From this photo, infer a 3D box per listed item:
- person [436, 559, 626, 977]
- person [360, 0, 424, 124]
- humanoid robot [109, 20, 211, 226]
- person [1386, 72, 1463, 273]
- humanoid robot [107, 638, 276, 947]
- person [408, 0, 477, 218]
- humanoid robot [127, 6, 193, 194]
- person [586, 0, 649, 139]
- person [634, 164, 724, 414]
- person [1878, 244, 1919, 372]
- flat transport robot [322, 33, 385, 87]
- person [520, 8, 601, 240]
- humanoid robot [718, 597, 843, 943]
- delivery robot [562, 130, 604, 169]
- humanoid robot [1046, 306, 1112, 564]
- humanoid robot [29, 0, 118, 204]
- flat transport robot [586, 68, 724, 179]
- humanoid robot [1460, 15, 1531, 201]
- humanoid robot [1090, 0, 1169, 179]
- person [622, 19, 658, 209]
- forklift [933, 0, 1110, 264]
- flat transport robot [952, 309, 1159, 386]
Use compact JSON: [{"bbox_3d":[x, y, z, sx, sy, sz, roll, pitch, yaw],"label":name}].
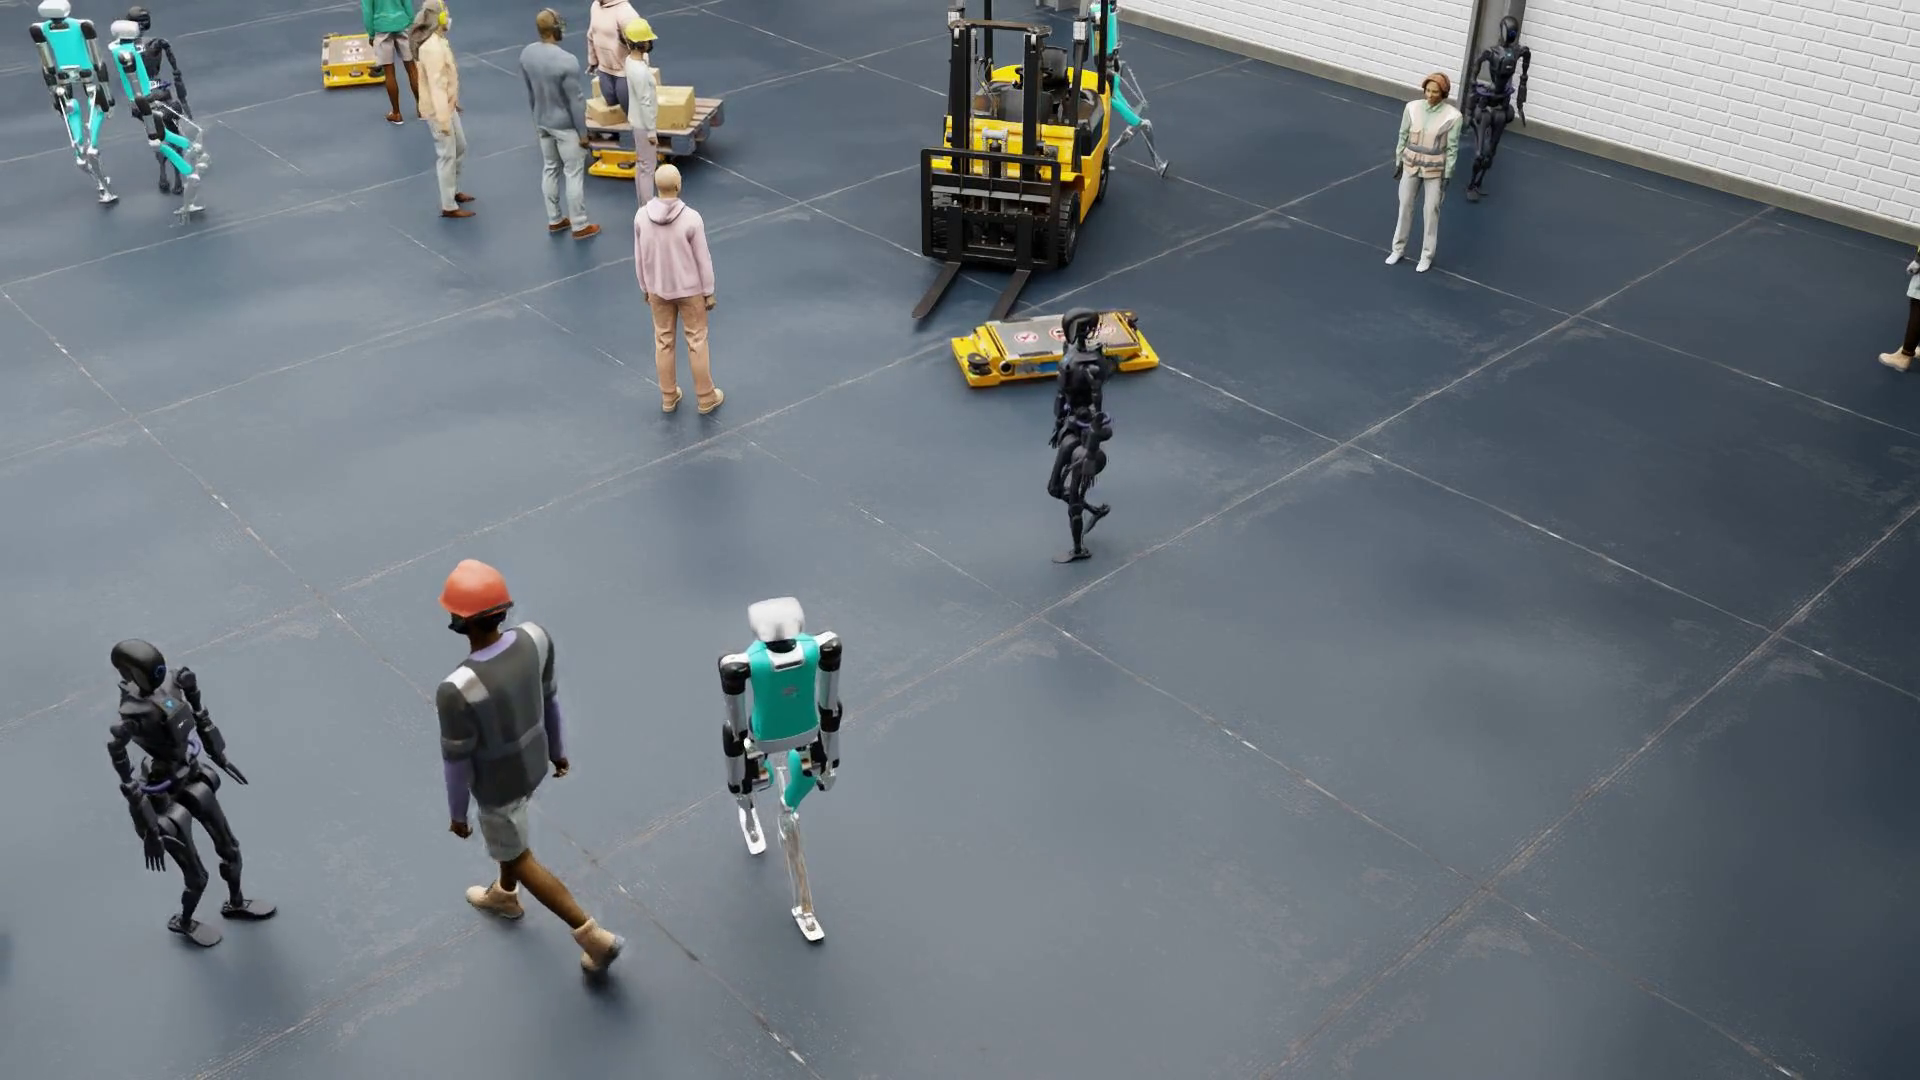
[{"bbox_3d":[-1.869,0.991,7.076,0.942,2.006,0.623,15,36,22],"label":"person"},{"bbox_3d":[-5.644,-5.063,16.508,0.491,1.849,0.397,-17,37,-25],"label":"person"},{"bbox_3d":[-6.787,-3.585,14.356,0.679,1.819,0.544,-15,36,-22],"label":"humanoid robot"},{"bbox_3d":[3.776,-2.996,13.524,0.512,1.634,0.312,23,40,31],"label":"person"},{"bbox_3d":[-3.389,1.088,7.210,0.357,1.653,0.585,8,34,11],"label":"humanoid robot"},{"bbox_3d":[-4.508,-3.745,14.477,0.390,1.861,0.713,-6,33,-9],"label":"person"},{"bbox_3d":[-7.246,-3.956,14.967,0.589,1.639,0.379,3,33,5],"label":"humanoid robot"},{"bbox_3d":[-3.150,-4.369,15.425,0.798,1.864,0.421,25,40,33],"label":"person"},{"bbox_3d":[-1.941,-1.696,11.390,0.536,1.781,0.400,5,33,8],"label":"person"},{"bbox_3d":[7.069,-2.024,11.972,0.539,1.696,0.317,-10,34,-15],"label":"person"},{"bbox_3d":[-6.665,-5.306,18.329,0.659,0.231,1.431,-9,34,-14],"label":"flat transport robot"},{"bbox_3d":[-3.376,-3.495,14.031,0.623,1.929,0.386,20,38,28],"label":"person"},{"bbox_3d":[-0.865,0.891,7.506,0.538,1.771,1.035,-14,35,-20],"label":"humanoid robot"},{"bbox_3d":[-3.749,-3.902,15.915,0.499,0.602,0.801,-19,38,-26],"label":"delivery robot"},{"bbox_3d":[0.751,-0.610,9.825,0.407,1.648,0.609,-10,34,-15],"label":"humanoid robot"},{"bbox_3d":[-7.795,-3.799,14.680,0.544,1.772,0.868,-6,33,-9],"label":"humanoid robot"},{"bbox_3d":[-2.994,-3.816,16.038,0.659,0.231,1.431,7,34,11],"label":"flat transport robot"},{"bbox_3d":[4.761,-3.853,14.811,0.591,1.645,0.427,-6,34,-10],"label":"humanoid robot"},{"bbox_3d":[1.622,-4.174,15.281,0.907,1.798,0.559,10,34,15],"label":"humanoid robot"},{"bbox_3d":[-2.689,-3.590,14.319,0.317,1.766,0.533,-10,34,-15],"label":"person"},{"bbox_3d":[0.570,-3.725,14.138,1.214,2.155,2.313,9,34,13],"label":"forklift"},{"bbox_3d":[0.703,-1.431,12.373,1.431,0.231,0.659,-7,34,-10],"label":"flat transport robot"}]
